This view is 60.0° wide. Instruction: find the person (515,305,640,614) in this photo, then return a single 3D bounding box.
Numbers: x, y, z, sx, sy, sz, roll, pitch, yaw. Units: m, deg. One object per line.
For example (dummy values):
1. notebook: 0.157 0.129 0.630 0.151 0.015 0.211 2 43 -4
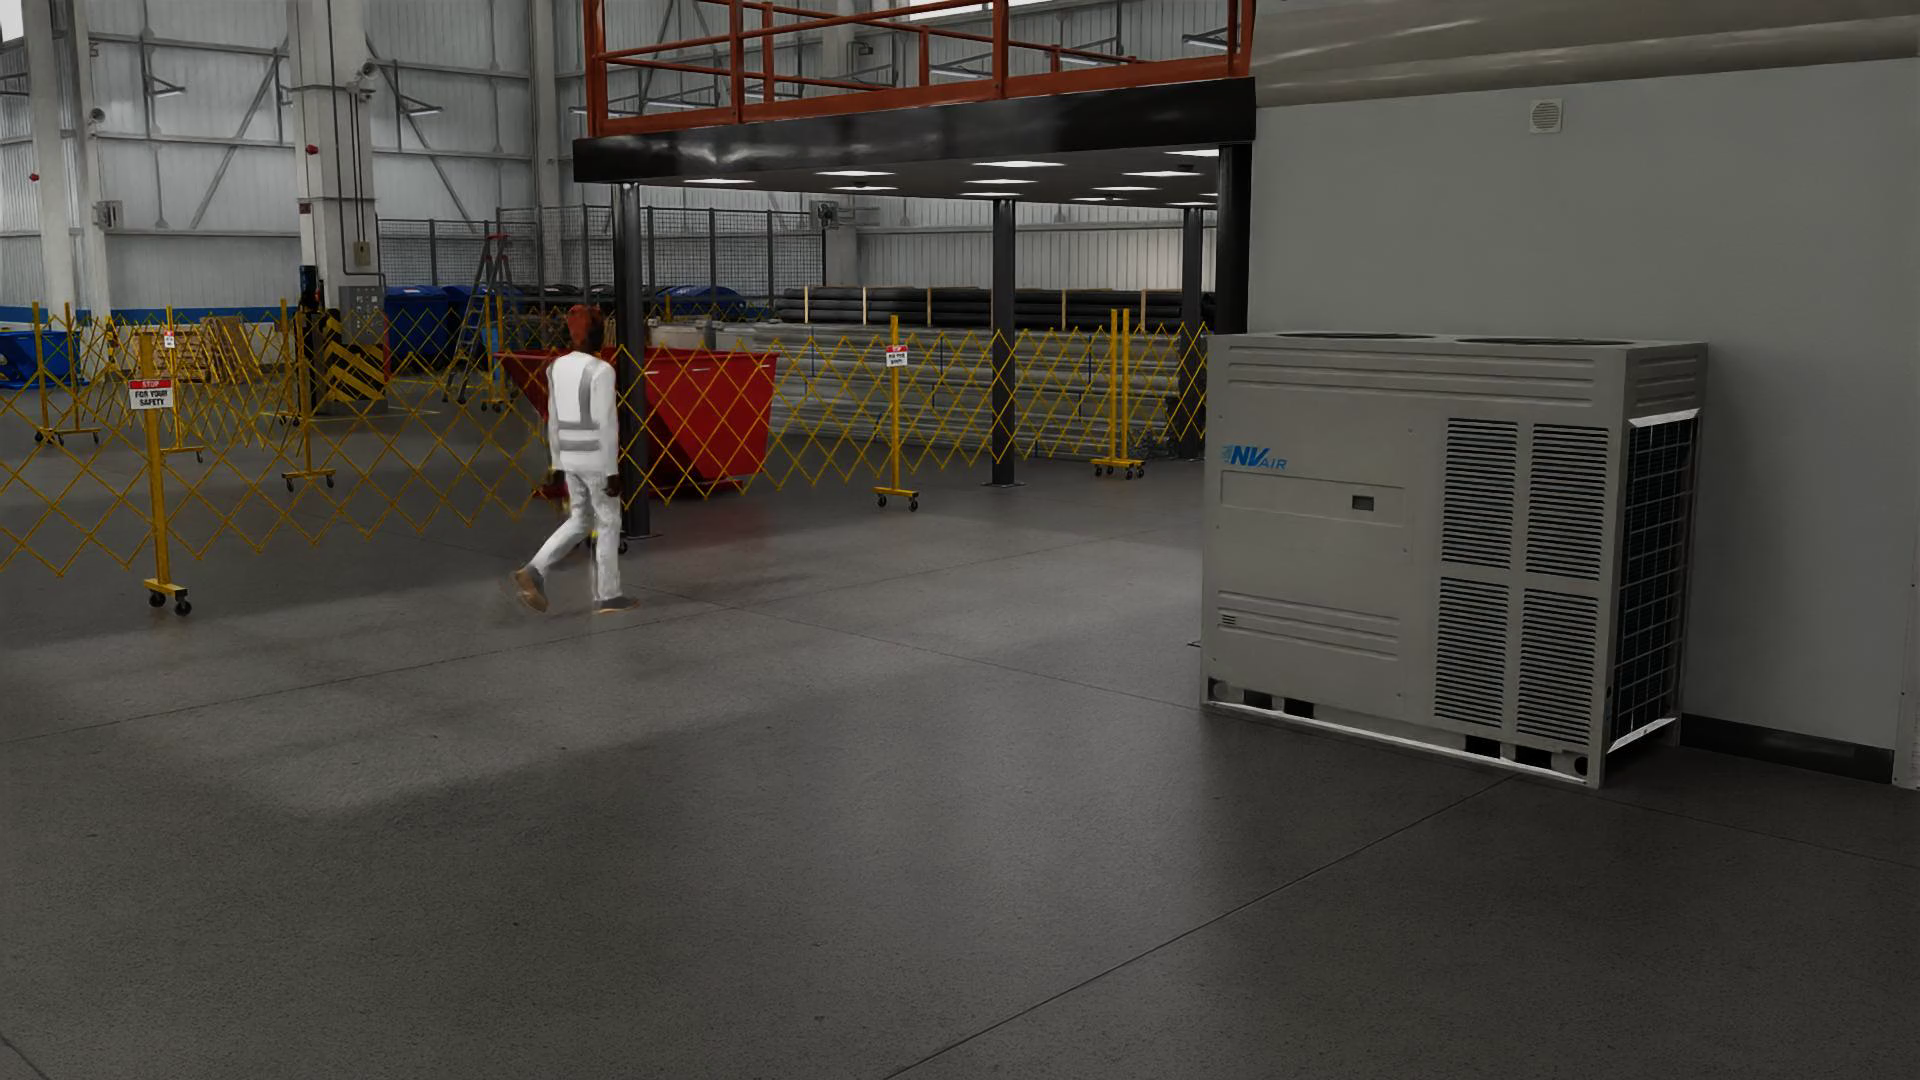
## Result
1. person: -2.258 -0.451 9.829 0.583 1.864 0.712 8 12 41
